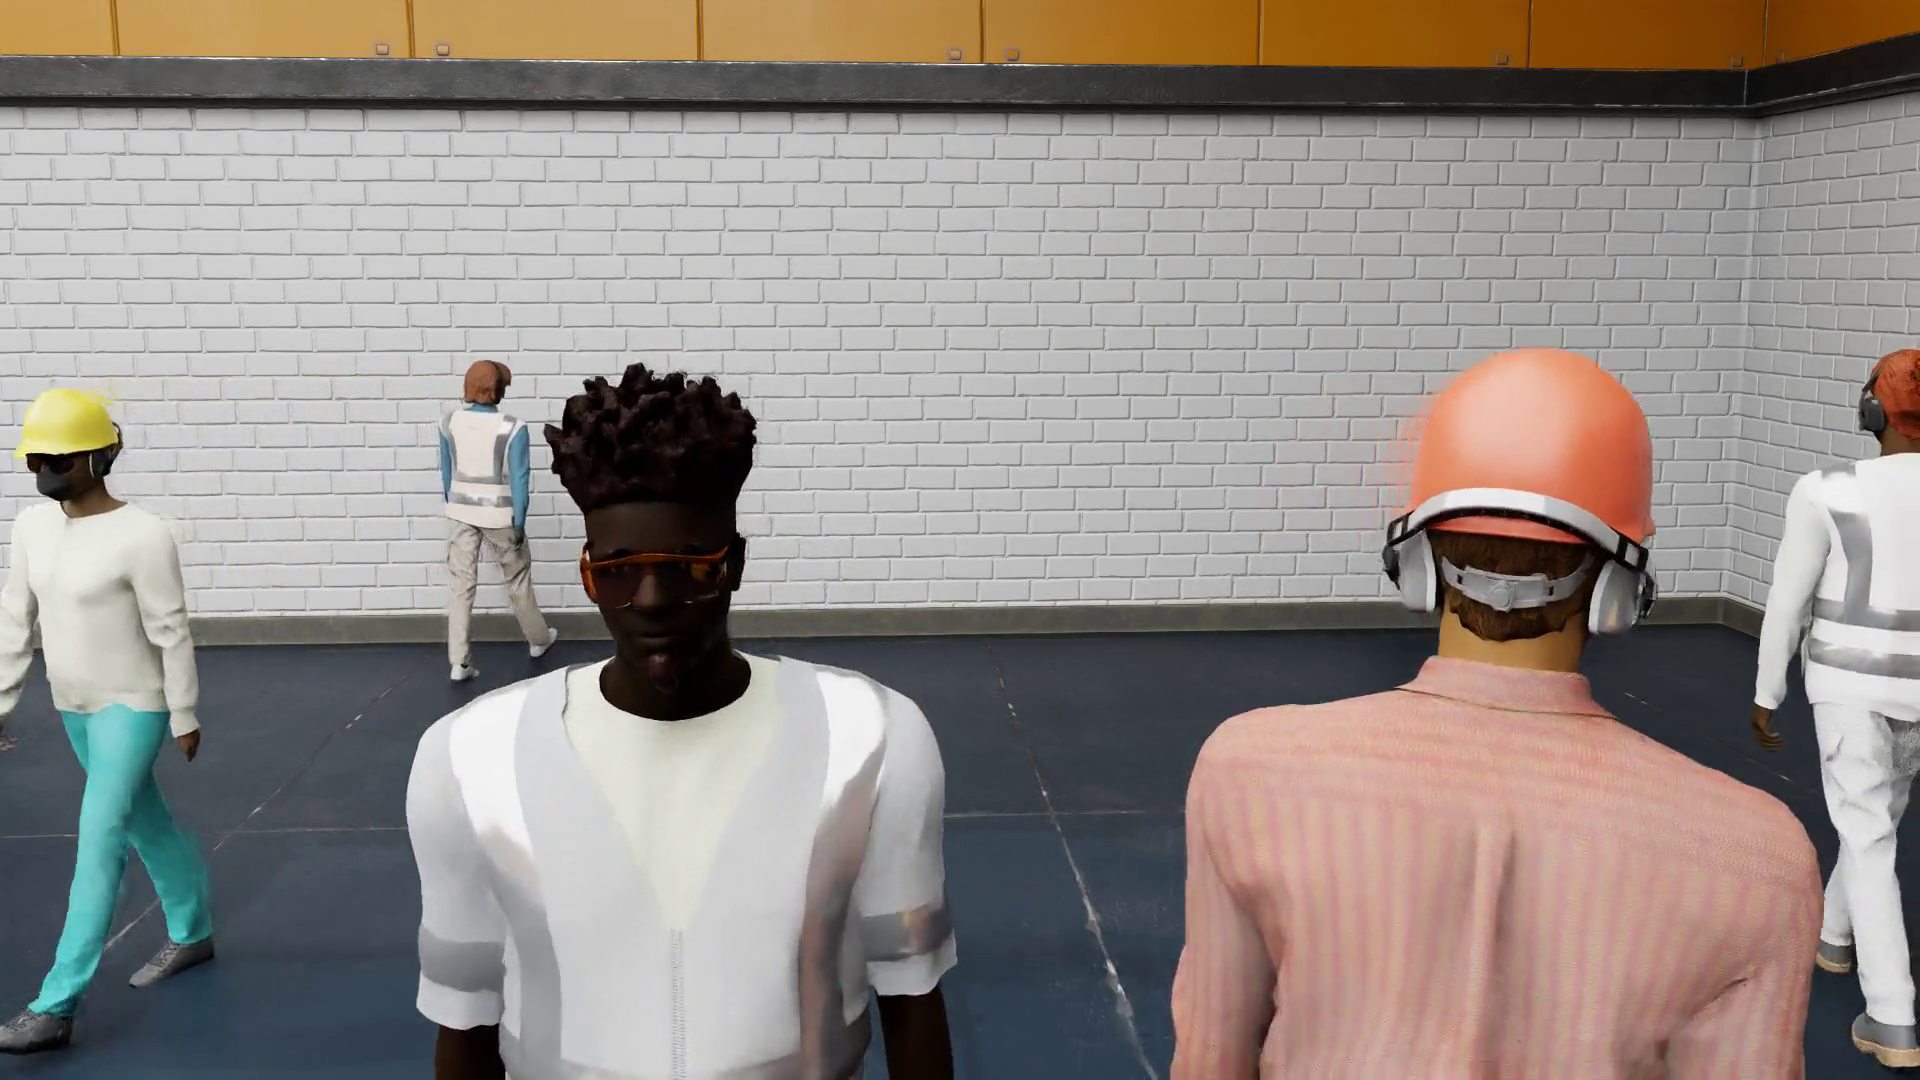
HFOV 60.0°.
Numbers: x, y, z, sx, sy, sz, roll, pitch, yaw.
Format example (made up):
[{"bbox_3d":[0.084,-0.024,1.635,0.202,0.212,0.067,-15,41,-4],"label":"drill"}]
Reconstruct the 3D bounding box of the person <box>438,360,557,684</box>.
[{"bbox_3d":[-2.375,-0.109,8.440,0.523,1.596,0.824,1,9,8],"label":"person"}]

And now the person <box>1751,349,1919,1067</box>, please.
[{"bbox_3d":[2.470,0.407,4.472,0.591,1.835,0.970,1,9,7],"label":"person"}]

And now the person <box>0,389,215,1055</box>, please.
[{"bbox_3d":[-2.368,0.468,4.441,0.526,1.720,0.902,4,10,24],"label":"person"}]

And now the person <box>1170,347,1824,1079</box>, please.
[{"bbox_3d":[0.487,0.790,1.660,0.604,1.962,0.980,3,9,15],"label":"person"}]

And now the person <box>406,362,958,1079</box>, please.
[{"bbox_3d":[-0.316,0.743,2.033,0.616,1.940,0.797,-1,9,-7],"label":"person"}]
